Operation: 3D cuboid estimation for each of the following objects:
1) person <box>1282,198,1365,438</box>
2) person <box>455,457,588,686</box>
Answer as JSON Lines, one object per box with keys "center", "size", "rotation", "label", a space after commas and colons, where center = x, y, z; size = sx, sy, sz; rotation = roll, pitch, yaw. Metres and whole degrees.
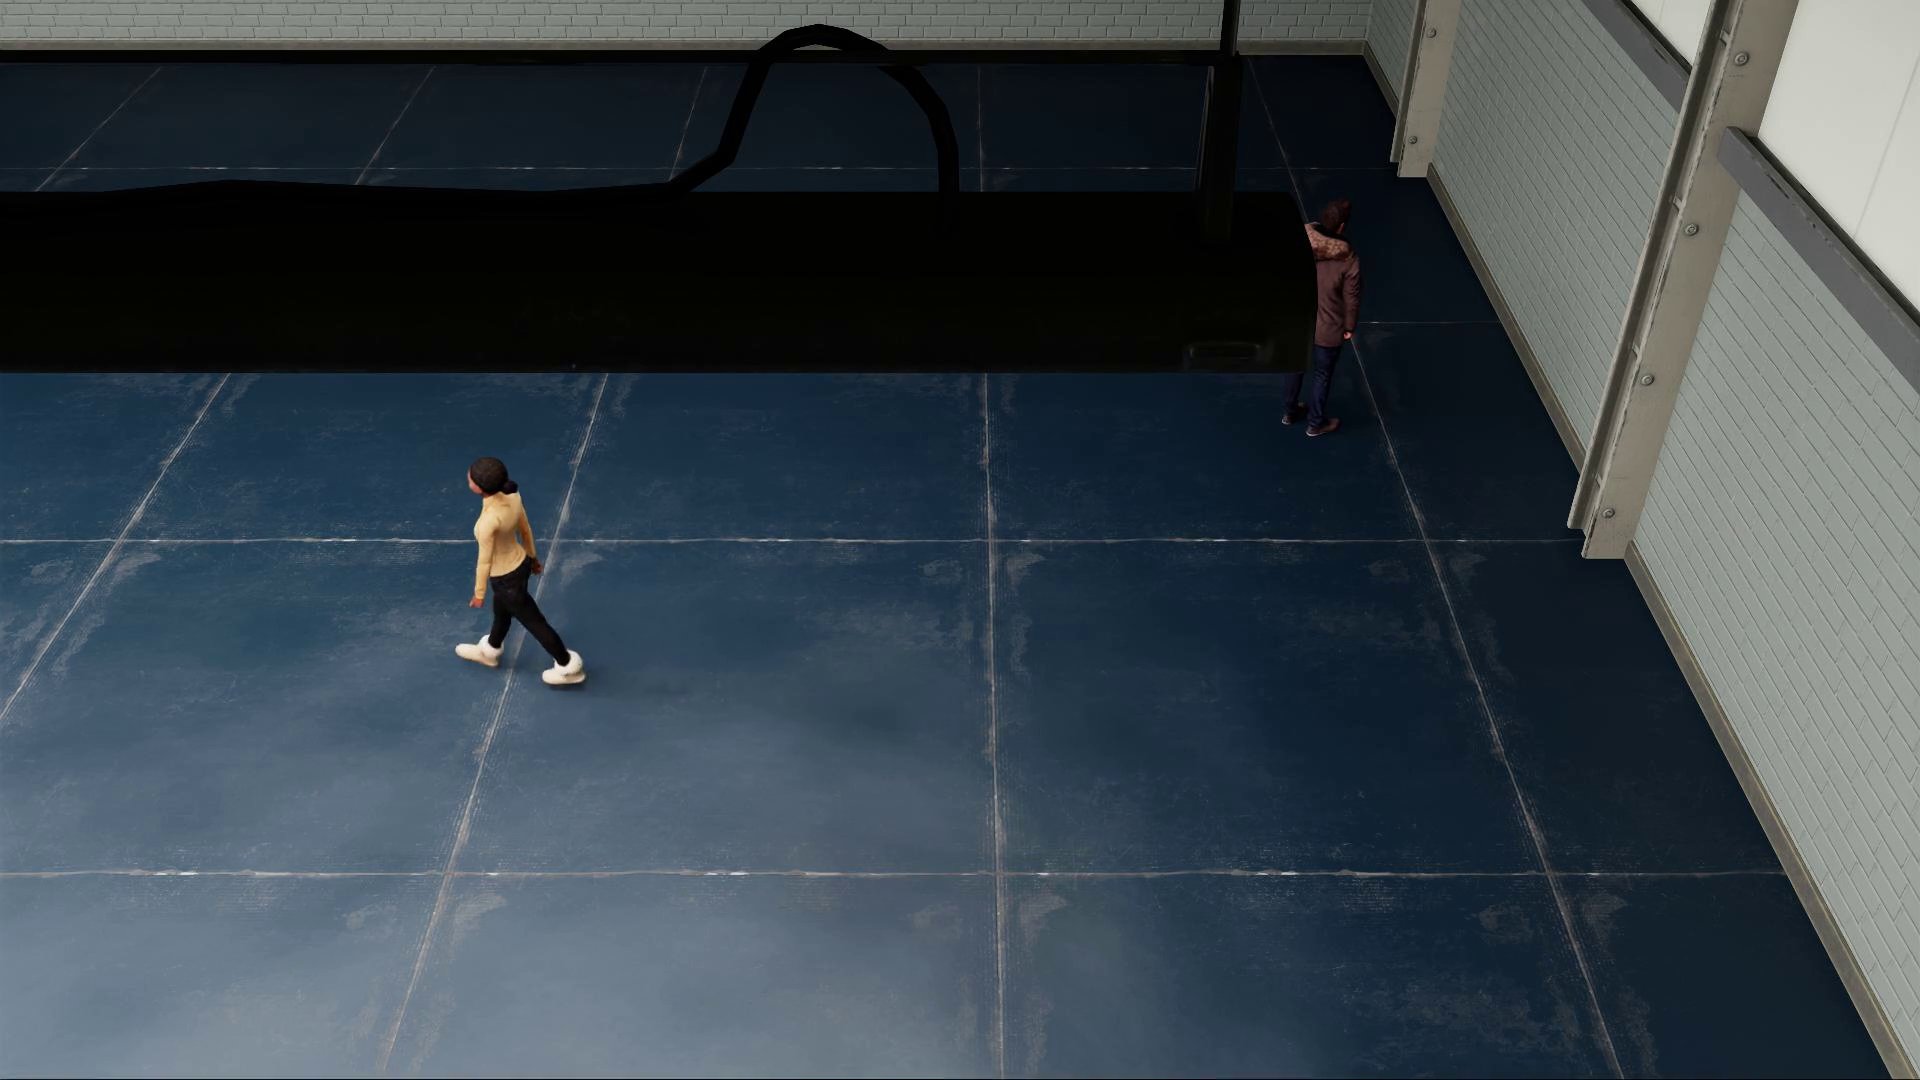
{"center": [2.611, -1.616, 12.044], "size": [0.935, 1.847, 0.864], "rotation": [-29, 46, -32], "label": "person"}
{"center": [-2.570, 0.234, 9.800], "size": [0.807, 1.618, 1.074], "rotation": [6, 38, 8], "label": "person"}
